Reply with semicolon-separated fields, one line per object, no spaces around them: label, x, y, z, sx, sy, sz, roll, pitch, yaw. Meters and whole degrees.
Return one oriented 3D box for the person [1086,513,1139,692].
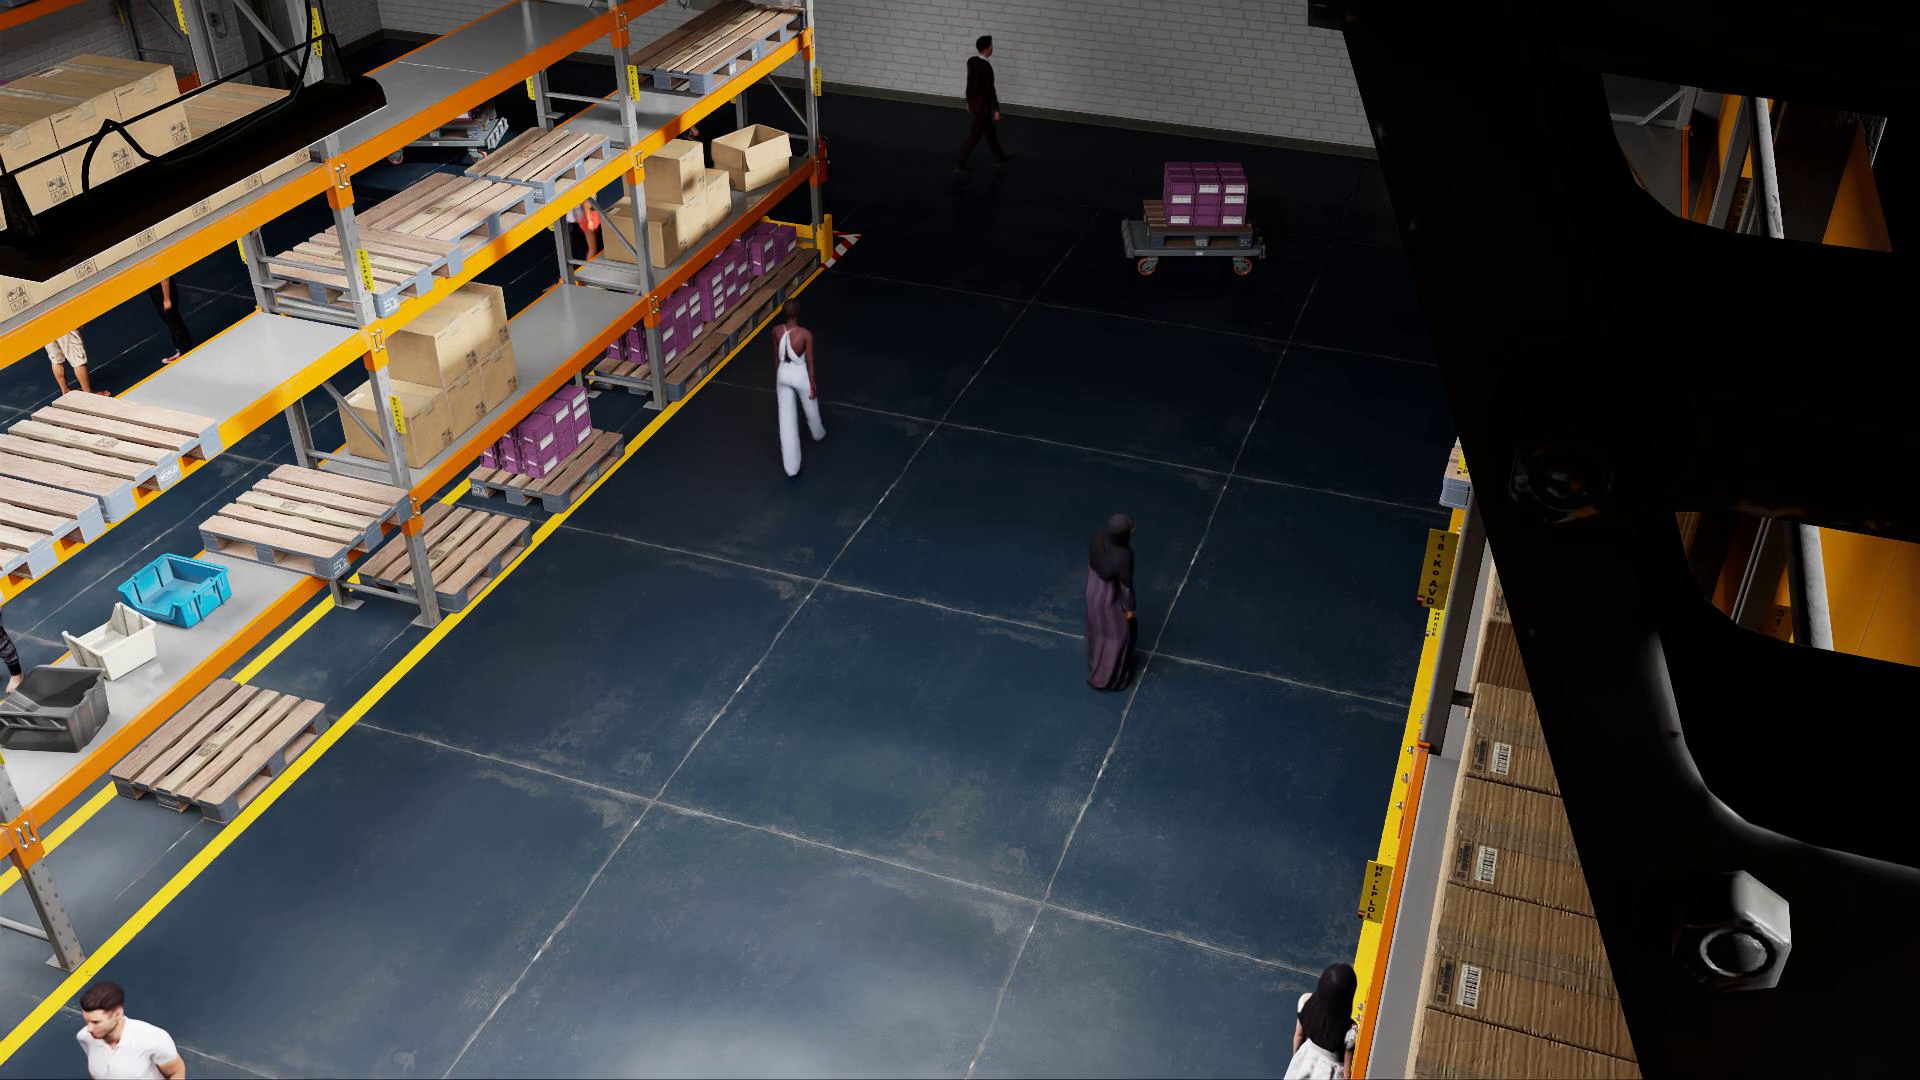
person;1.157;0.409;13.064;0.813;1.598;0.861;24;41;32

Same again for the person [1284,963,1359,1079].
person;1.962;2.971;9.054;0.794;1.769;0.774;-26;41;-33

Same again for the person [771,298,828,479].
person;-1.587;-1.394;15.652;0.666;1.736;1.107;8;34;12

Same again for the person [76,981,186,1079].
person;-4.341;3.031;8.879;0.714;1.864;0.618;4;34;7

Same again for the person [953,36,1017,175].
person;0.217;-5.735;22.110;1.290;1.817;1.227;-15;36;-21

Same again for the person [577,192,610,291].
person;-4.289;-3.696;19.086;0.778;1.768;0.692;-6;34;-8
